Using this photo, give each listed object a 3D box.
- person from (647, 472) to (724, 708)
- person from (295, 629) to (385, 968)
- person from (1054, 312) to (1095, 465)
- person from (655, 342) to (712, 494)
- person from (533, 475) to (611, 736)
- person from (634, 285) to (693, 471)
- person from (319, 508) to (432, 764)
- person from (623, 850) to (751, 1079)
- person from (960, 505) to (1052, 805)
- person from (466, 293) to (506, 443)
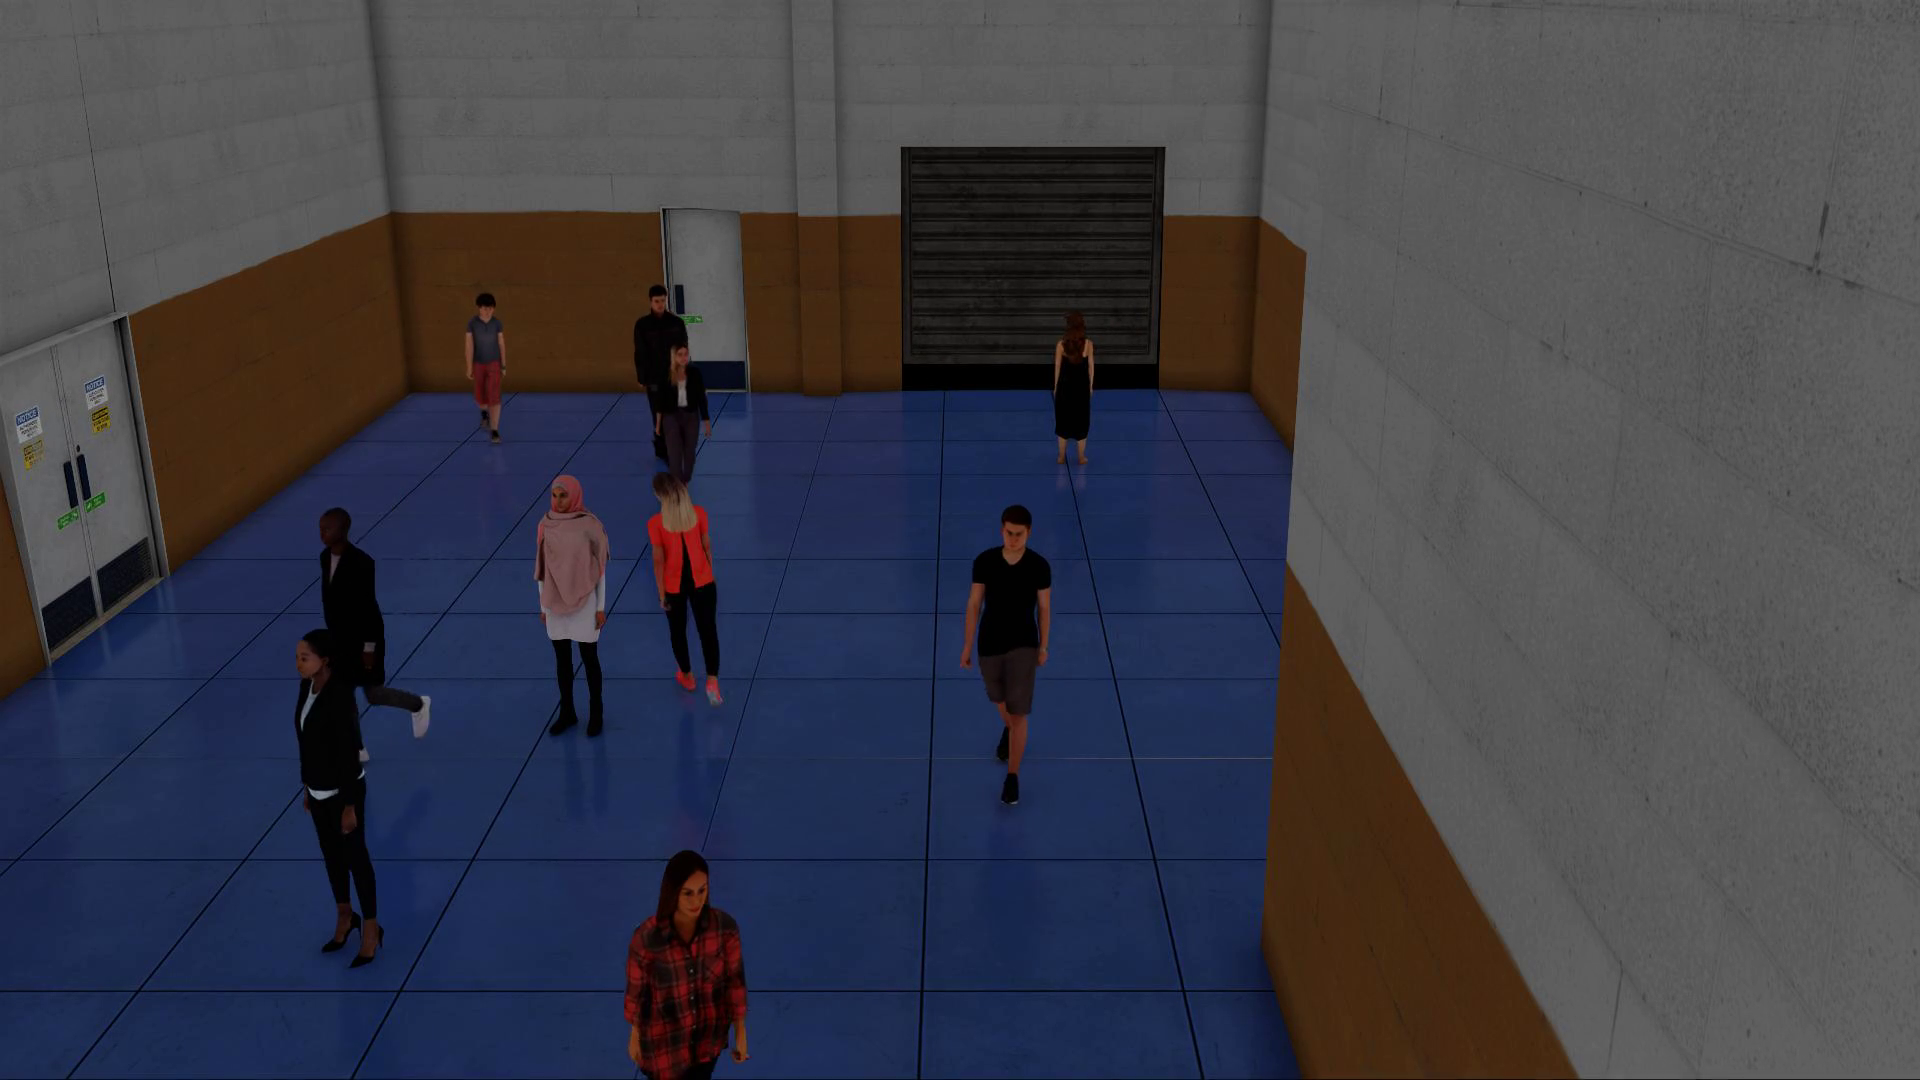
[{"bbox_3d":[-1.885,0.371,11.588,1.098,1.659,0.932,-5,19,-14],"label":"person"},{"bbox_3d":[-3.185,1.314,8.519,0.662,1.835,0.739,15,24,38],"label":"person"},{"bbox_3d":[1.179,-1.594,17.470,0.498,1.625,0.613,2,19,6],"label":"person"},{"bbox_3d":[-2.696,-1.093,15.982,1.071,1.627,0.947,-7,20,-21],"label":"person"},{"bbox_3d":[-2.602,0.434,11.176,0.566,1.804,0.715,2,19,7],"label":"person"},{"bbox_3d":[-3.137,-1.721,17.409,1.164,1.906,1.133,-12,22,-31],"label":"person"},{"bbox_3d":[-3.813,0.618,10.721,1.015,1.746,0.988,11,22,29],"label":"person"},{"bbox_3d":[-1.147,1.991,6.783,1.044,1.661,0.980,-9,21,-25],"label":"person"},{"bbox_3d":[0.320,0.644,10.520,1.216,1.825,0.949,5,19,14],"label":"person"},{"bbox_3d":[-5.256,-1.927,18.433,1.030,1.627,0.859,-6,19,-16],"label":"person"}]
